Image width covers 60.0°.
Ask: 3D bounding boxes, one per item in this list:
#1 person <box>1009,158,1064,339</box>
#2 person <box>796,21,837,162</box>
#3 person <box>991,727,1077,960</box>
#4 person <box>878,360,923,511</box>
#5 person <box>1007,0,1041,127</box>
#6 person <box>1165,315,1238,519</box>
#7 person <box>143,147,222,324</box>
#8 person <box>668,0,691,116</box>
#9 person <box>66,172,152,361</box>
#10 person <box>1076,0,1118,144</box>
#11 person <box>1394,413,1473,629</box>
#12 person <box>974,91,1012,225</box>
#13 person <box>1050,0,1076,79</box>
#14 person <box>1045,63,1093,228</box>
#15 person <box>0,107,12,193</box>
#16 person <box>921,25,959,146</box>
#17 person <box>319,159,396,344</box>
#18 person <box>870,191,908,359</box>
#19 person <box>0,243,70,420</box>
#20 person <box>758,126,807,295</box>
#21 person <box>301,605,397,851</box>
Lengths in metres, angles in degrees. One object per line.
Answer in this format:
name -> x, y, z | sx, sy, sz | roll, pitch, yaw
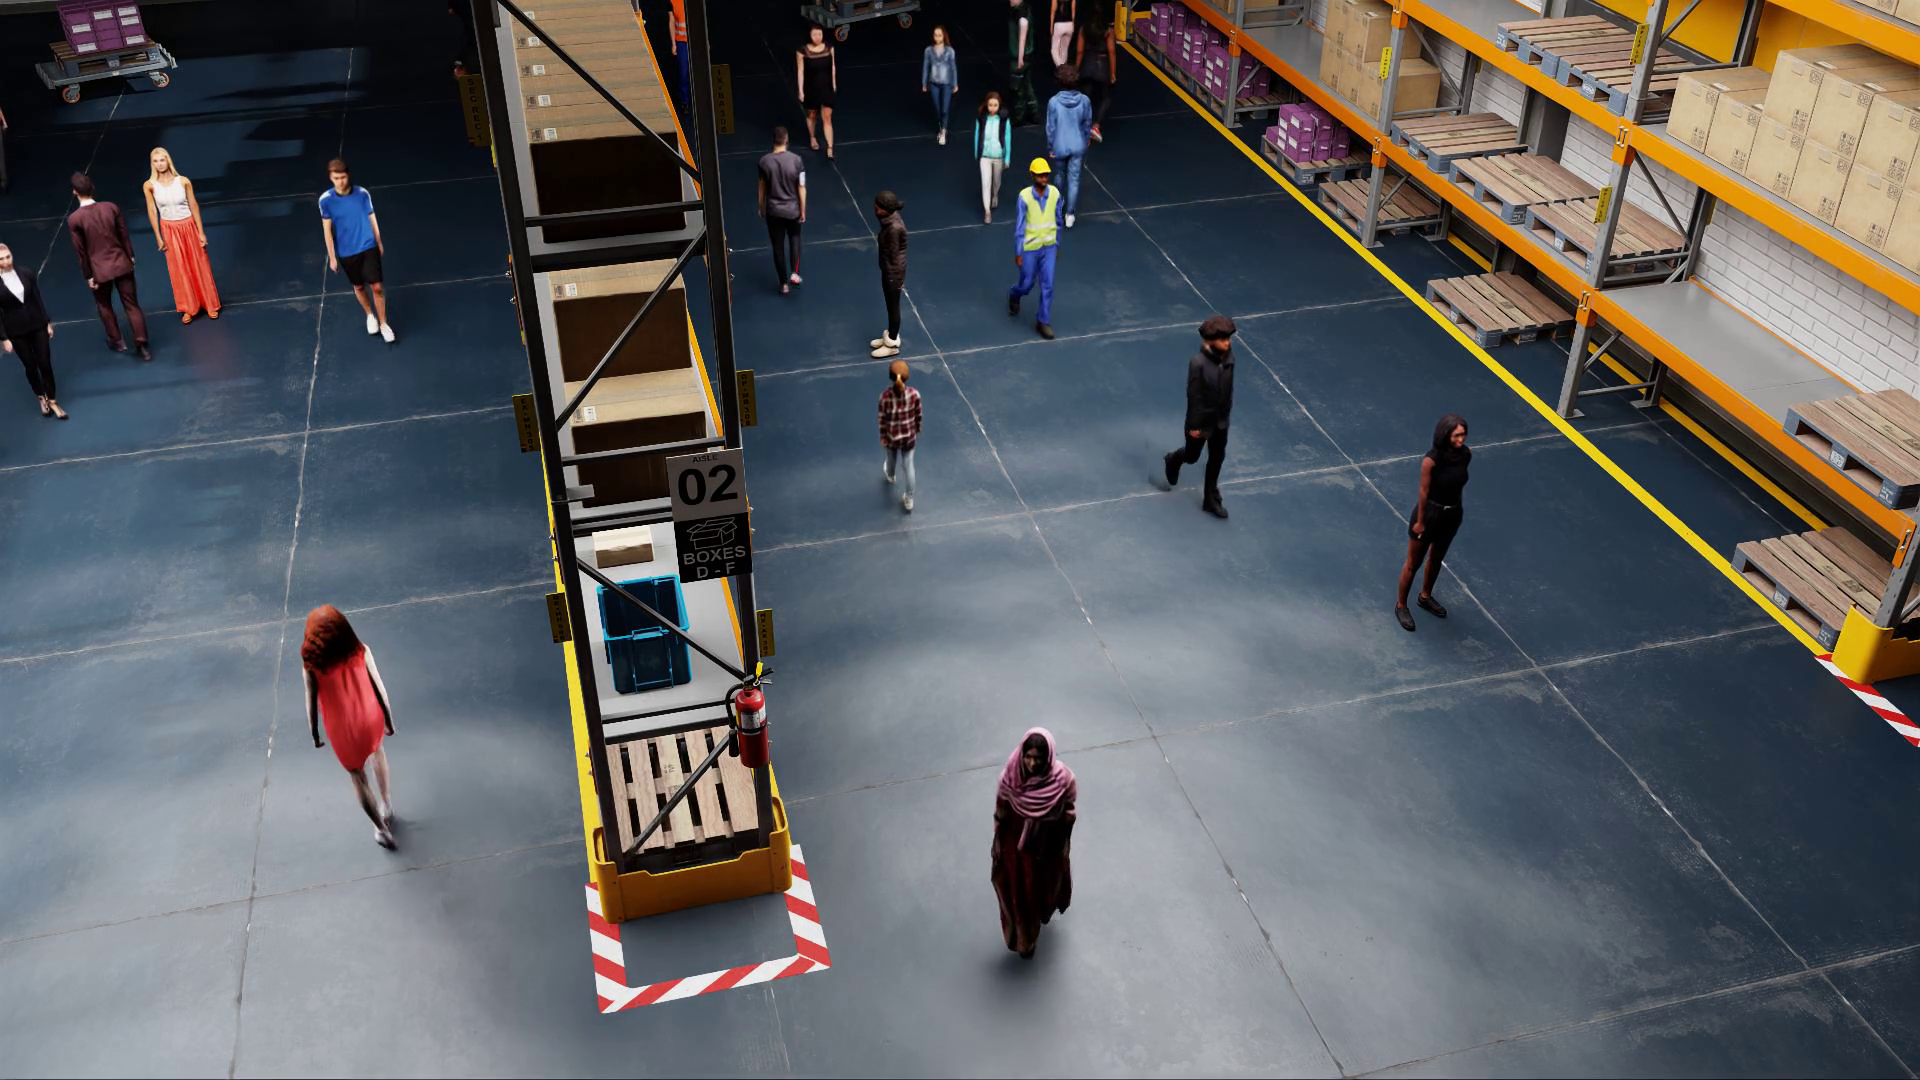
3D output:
person -> 0.736, -2.919, 16.423 | 0.732, 1.797, 1.005 | -13, 36, -18
person -> -1.782, -5.530, 20.462 | 0.692, 1.674, 1.043 | -10, 35, -14
person -> 0.423, 1.700, 9.627 | 0.778, 1.626, 0.840 | 5, 34, 7
person -> -0.480, -0.845, 13.780 | 0.564, 1.270, 0.889 | -7, 34, -10
person -> 0.798, -6.240, 21.408 | 0.833, 1.809, 0.726 | 8, 35, 12
person -> 1.978, -1.049, 13.637 | 0.765, 1.766, 1.046 | -17, 37, -24
person -> -7.788, -3.057, 16.627 | 0.649, 1.801, 0.618 | -13, 36, -18
person -> -3.565, -6.573, 21.837 | 0.700, 1.889, 0.668 | -14, 36, -20
person -> -8.067, -2.562, 15.844 | 0.884, 1.843, 0.979 | -24, 40, -31
person -> 1.682, -5.798, 20.752 | 0.903, 1.800, 0.962 | 11, 35, 16
person -> 3.530, -0.159, 12.322 | 0.643, 1.740, 0.589 | -18, 37, -24
person -> 0.382, -4.407, 18.965 | 0.754, 1.461, 1.051 | 1, 34, 2
person -> 1.421, -6.986, 22.766 | 0.514, 1.548, 0.832 | -9, 35, -13
person -> 1.224, -4.386, 18.655 | 0.920, 1.768, 1.200 | 3, 34, 4
person -> -11.444, -4.848, 19.556 | 0.582, 1.541, 0.998 | -9, 35, -14
person -> -0.225, -5.793, 21.051 | 0.814, 1.460, 0.932 | 8, 34, 11
person -> -5.933, -2.896, 16.346 | 0.746, 1.844, 0.924 | -13, 36, -18
person -> -0.641, -2.578, 16.035 | 0.638, 1.659, 0.573 | 10, 35, 15
person -> -8.396, -1.879, 14.943 | 0.784, 1.703, 0.752 | 28, 43, 35
person -> -1.824, -3.350, 17.115 | 0.681, 1.748, 0.638 | -5, 34, -8
person -> -3.674, 1.212, 10.193 | 0.720, 1.813, 0.746 | -22, 39, -29
